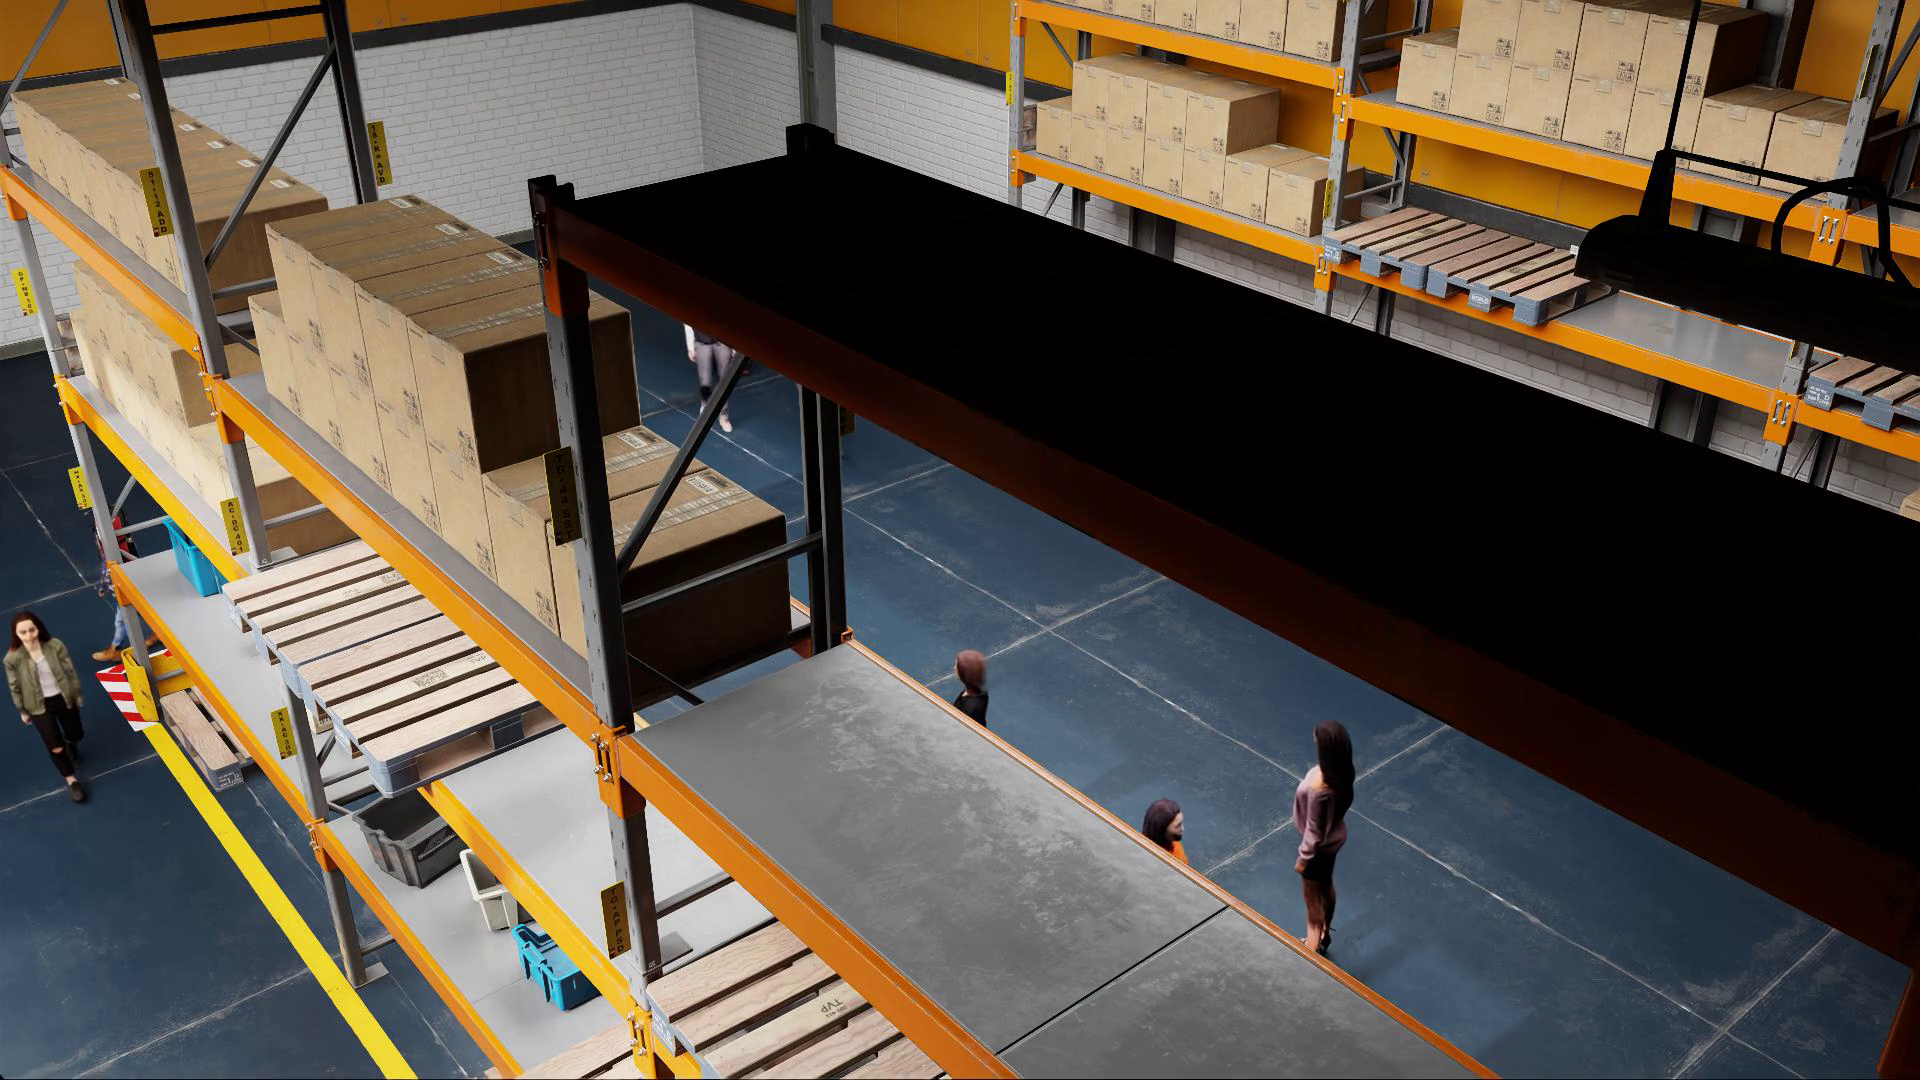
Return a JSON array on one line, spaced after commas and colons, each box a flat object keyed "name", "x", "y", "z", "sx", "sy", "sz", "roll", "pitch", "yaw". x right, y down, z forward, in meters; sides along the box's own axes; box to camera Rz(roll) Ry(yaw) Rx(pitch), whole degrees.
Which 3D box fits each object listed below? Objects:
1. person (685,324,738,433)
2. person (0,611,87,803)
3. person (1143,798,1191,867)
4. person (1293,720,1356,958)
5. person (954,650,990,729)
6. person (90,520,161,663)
[{"name": "person", "x": -2.598, "y": -2.062, "z": 17.209, "sx": 0.800, "sy": 1.919, "sz": 0.834, "roll": -10, "pitch": 30, "yaw": -18}, {"name": "person", "x": -6.475, "y": 1.137, "z": 11.823, "sx": 0.600, "sy": 1.460, "sz": 0.857, "roll": -20, "pitch": 34, "yaw": -32}, {"name": "person", "x": 1.049, "y": 2.191, "z": 9.619, "sx": 1.120, "sy": 1.721, "sz": 0.963, "roll": 8, "pitch": 30, "yaw": 15}, {"name": "person", "x": 2.213, "y": 1.864, "z": 10.125, "sx": 0.609, "sy": 1.811, "sz": 0.665, "roll": 19, "pitch": 34, "yaw": 31}, {"name": "person", "x": 0.098, "y": 1.454, "z": 10.985, "sx": 0.696, "sy": 1.705, "sz": 0.651, "roll": 4, "pitch": 29, "yaw": 8}, {"name": "person", "x": -6.723, "y": 0.370, "z": 13.481, "sx": 0.572, "sy": 1.220, "sz": 0.773, "roll": -23, "pitch": 36, "yaw": -36}]
